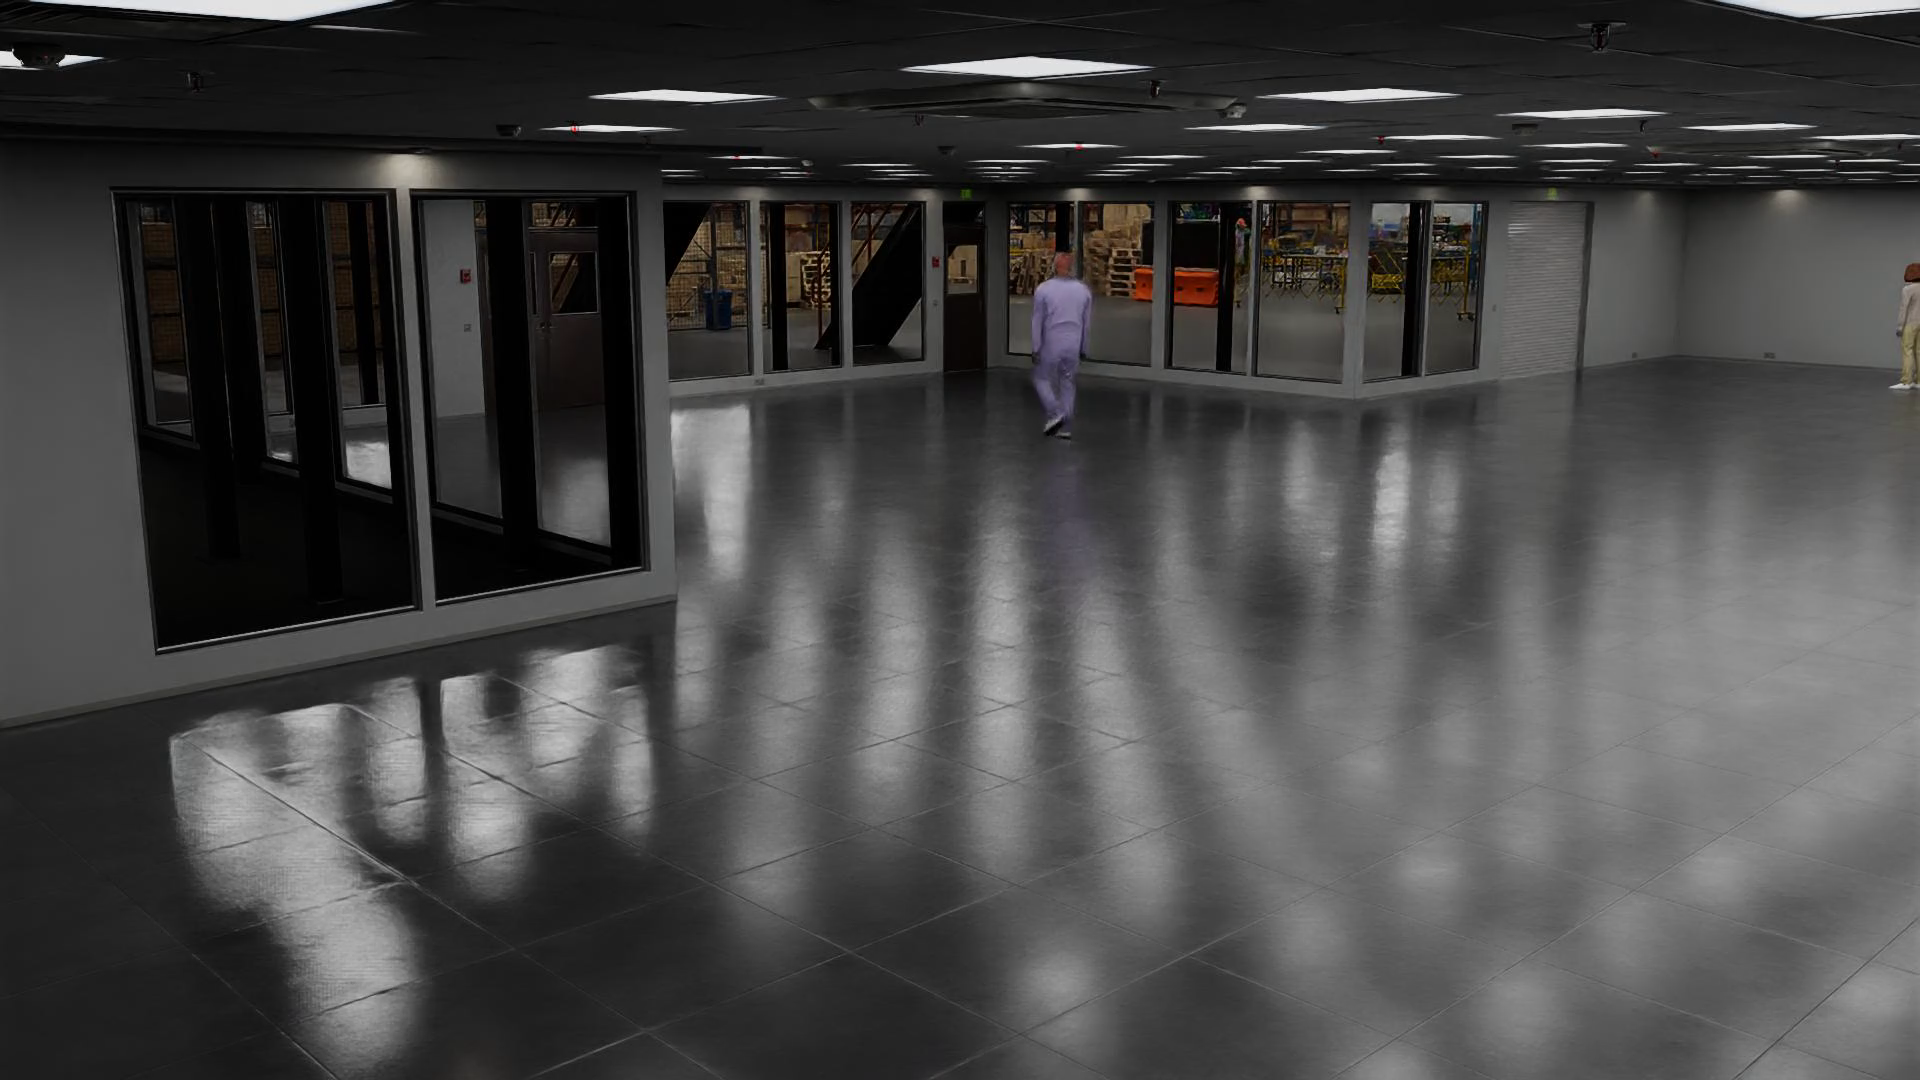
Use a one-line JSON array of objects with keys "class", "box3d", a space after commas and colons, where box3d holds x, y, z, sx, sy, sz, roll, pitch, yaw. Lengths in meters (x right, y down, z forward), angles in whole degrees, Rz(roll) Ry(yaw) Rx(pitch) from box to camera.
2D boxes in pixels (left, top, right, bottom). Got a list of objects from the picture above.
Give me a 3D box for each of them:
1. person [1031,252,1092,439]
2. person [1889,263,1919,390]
[{"class": "person", "box3d": [1.001, -1.965, 16.848, 0.668, 1.887, 0.441, -5, 12, -22]}, {"class": "person", "box3d": [12.280, -2.749, 21.452, 0.497, 1.626, 0.288, -5, 12, -25]}]
